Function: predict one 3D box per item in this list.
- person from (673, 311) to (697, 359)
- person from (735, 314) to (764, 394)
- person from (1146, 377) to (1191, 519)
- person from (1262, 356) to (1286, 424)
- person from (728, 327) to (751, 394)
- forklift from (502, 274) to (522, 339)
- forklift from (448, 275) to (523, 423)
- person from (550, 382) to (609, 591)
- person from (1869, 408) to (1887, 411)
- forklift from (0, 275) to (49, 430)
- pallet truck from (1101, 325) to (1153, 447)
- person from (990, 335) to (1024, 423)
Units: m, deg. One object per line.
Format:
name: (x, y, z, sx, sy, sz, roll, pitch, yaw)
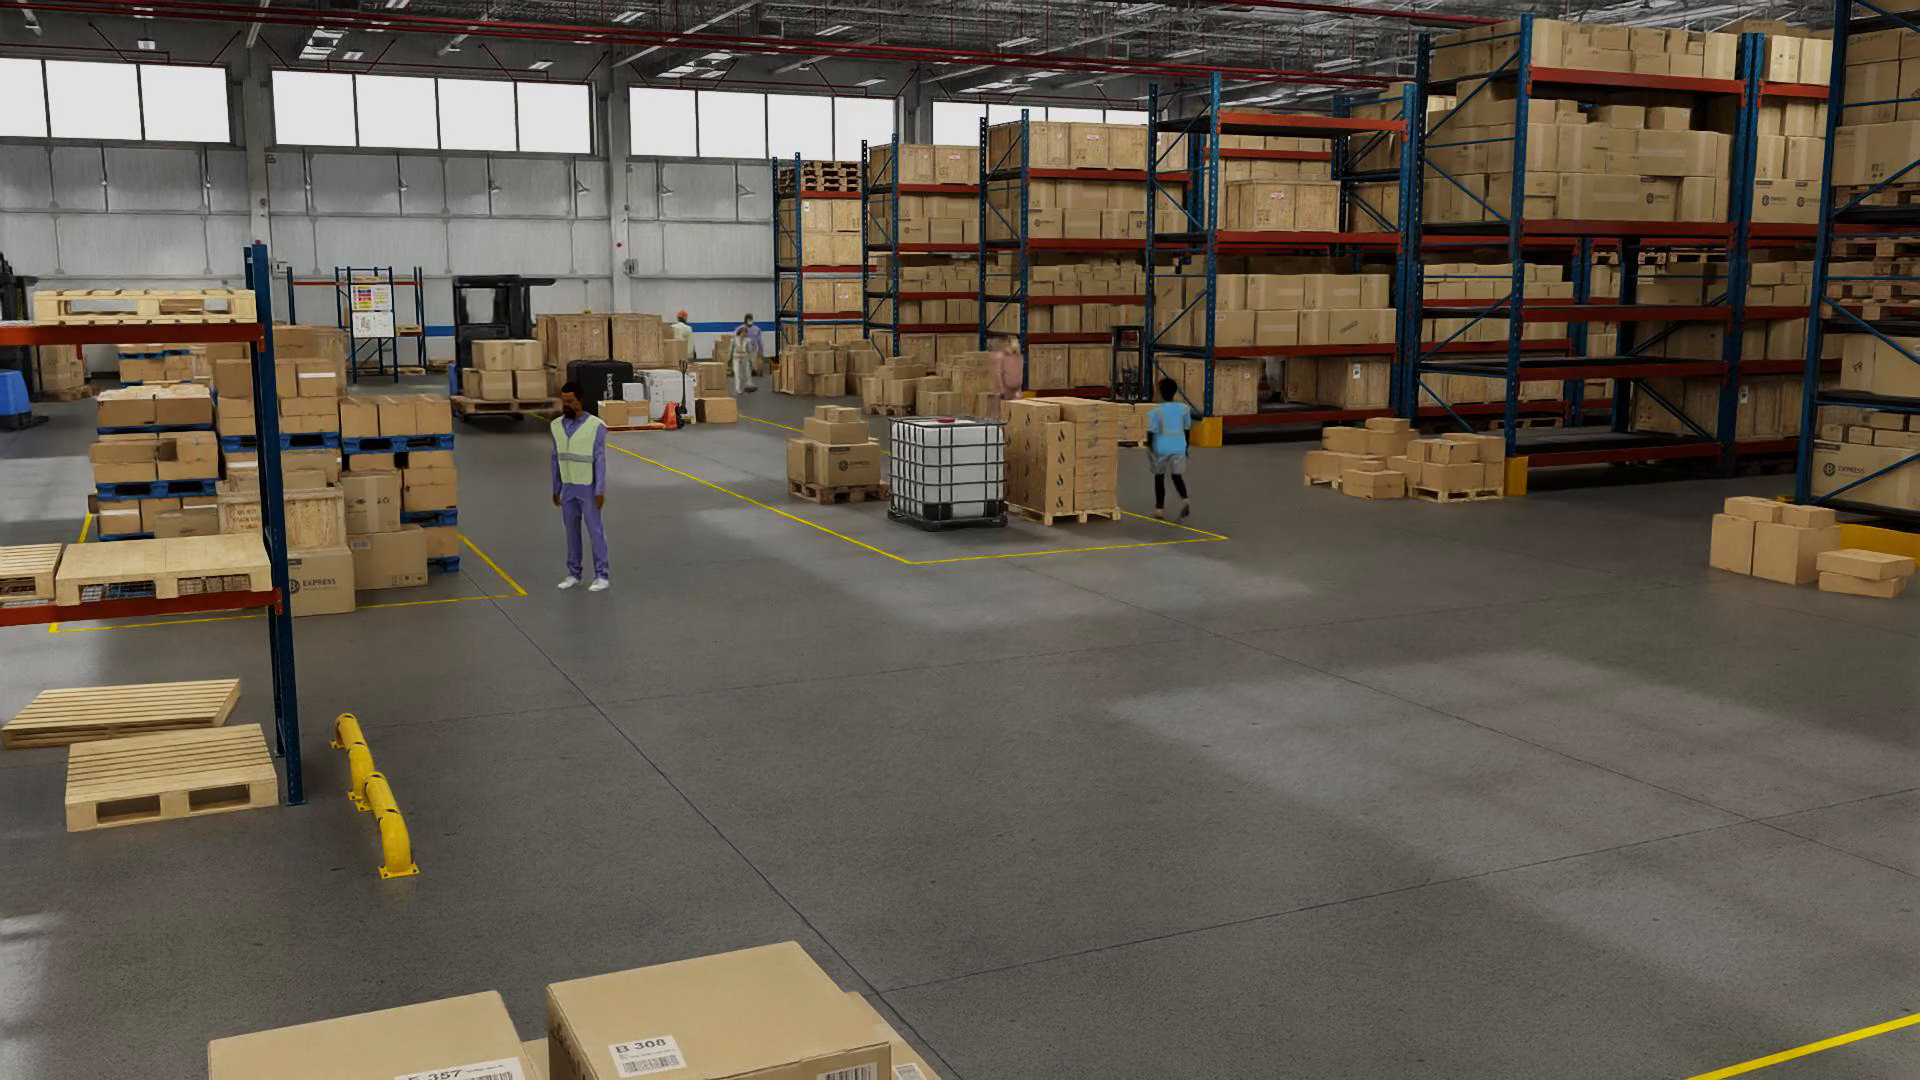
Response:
person: (-6.716, -4.597, 40.501, 0.664, 1.939, 1.023, 4, 10, 21)
person: (-4.989, -4.437, 39.675, 0.658, 1.885, 0.999, -5, 11, -30)
person: (2.420, -1.054, 19.353, 0.562, 1.685, 0.451, -3, 10, -17)
person: (6.049, -3.183, 31.716, 0.445, 1.946, 0.634, -5, 11, -29)
person: (-5.262, -4.290, 39.648, 0.554, 1.601, 0.736, -3, 10, -21)
forklift: (-11.415, -5.364, 42.367, 1.873, 2.768, 1.129, -4, 10, -25)
forklift: (-9.314, -3.751, 32.359, 1.129, 2.768, 1.873, -4, 10, -26)
person: (-3.451, -0.488, 15.134, 0.585, 1.908, 0.391, 4, 10, 24)
person: (11.850, -1.471, 21.218, 0.624, 1.915, 0.565, -5, 11, -30)
forklift: (-17.775, -3.458, 30.544, 1.129, 2.768, 1.873, -2, 9, -10)
pallet truck: (2.881, -2.596, 27.923, 0.823, 1.965, 1.885, -1, 9, -7)
person: (0.788, -2.476, 27.642, 0.633, 1.873, 0.984, -6, 11, -32)
